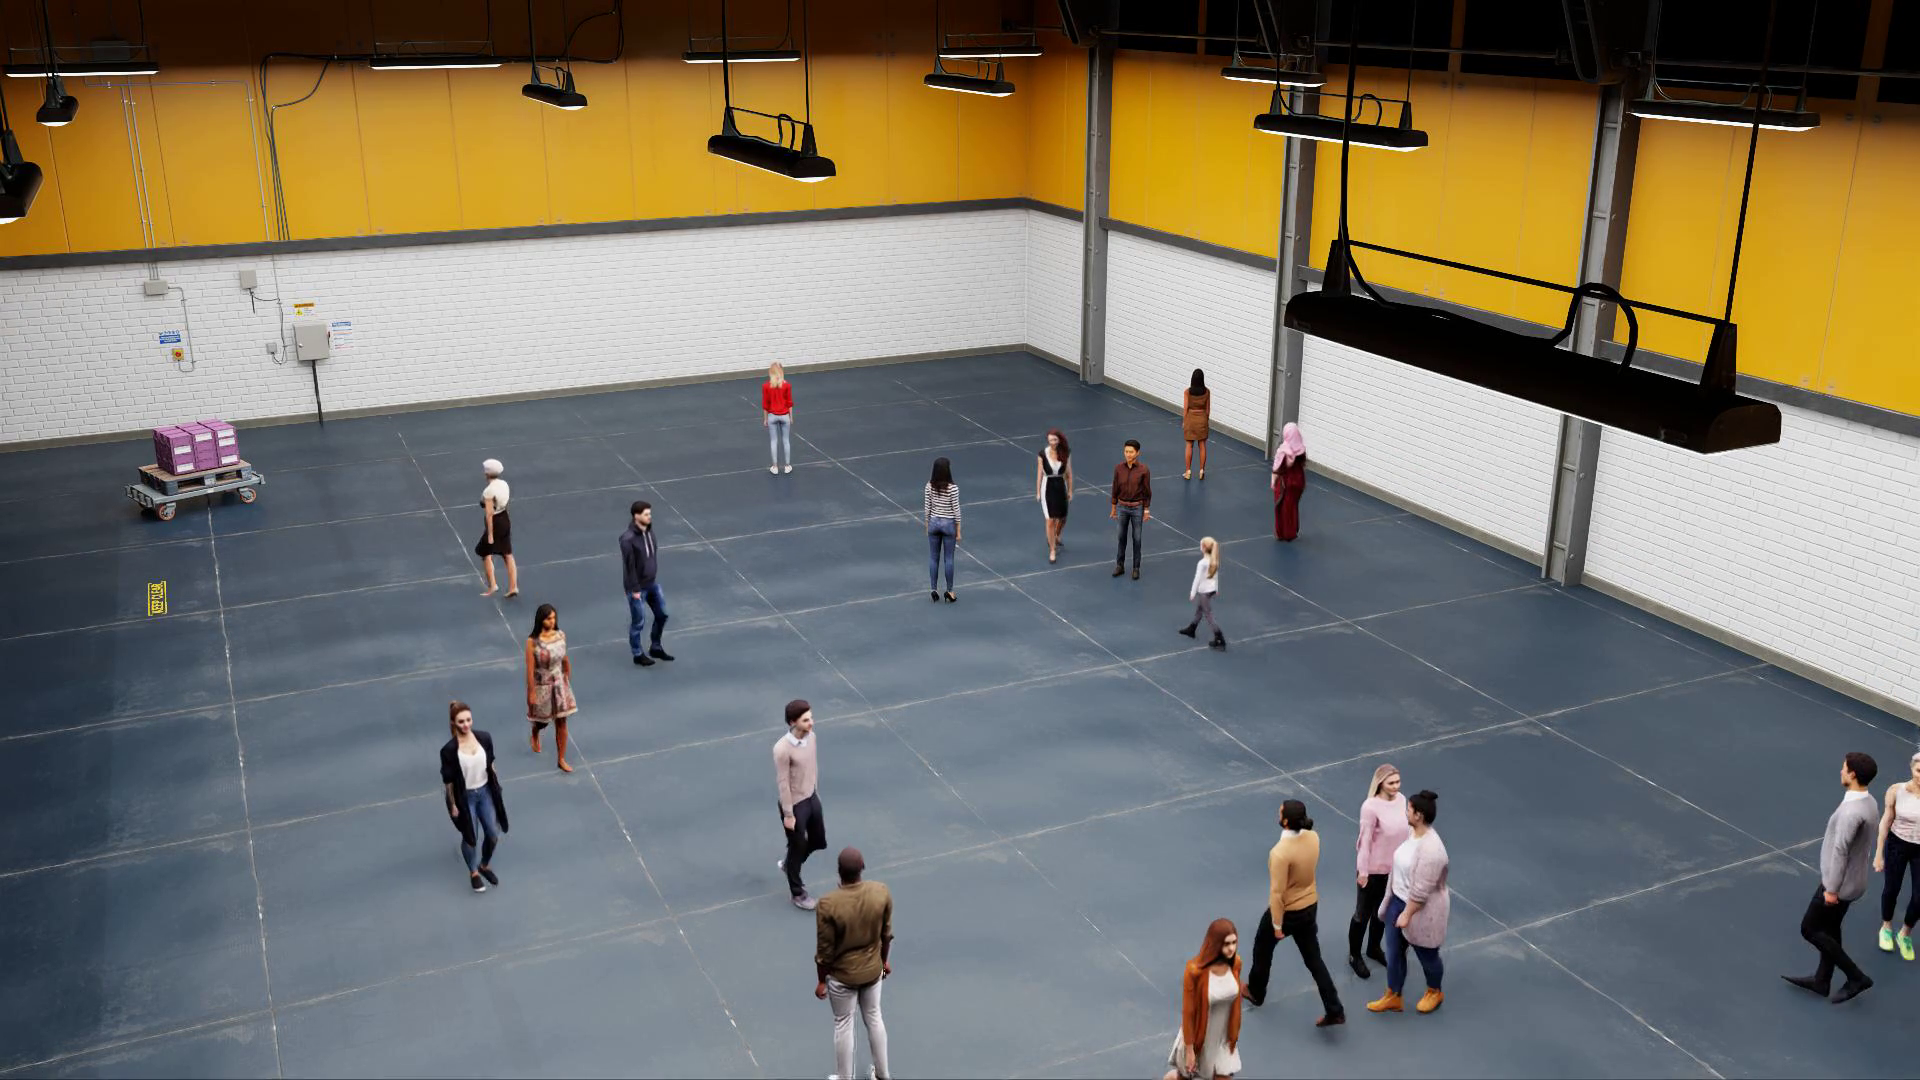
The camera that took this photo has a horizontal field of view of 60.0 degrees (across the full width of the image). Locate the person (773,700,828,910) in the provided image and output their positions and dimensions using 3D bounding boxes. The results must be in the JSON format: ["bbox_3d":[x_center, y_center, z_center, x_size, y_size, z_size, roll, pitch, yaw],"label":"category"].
[{"bbox_3d":[-1.348,2.085,13.305,0.837,1.800,0.779,13,22,33],"label":"person"}]

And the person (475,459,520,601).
[{"bbox_3d":[-5.448,-0.096,19.879,0.896,1.738,0.836,6,20,18],"label":"person"}]

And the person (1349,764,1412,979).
[{"bbox_3d":[3.133,2.436,12.439,0.619,1.687,0.562,-11,21,-29],"label":"person"}]

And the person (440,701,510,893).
[{"bbox_3d":[-4.010,2.069,13.553,0.705,1.672,0.732,-13,23,-34],"label":"person"}]

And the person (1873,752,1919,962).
[{"bbox_3d":[7.236,2.345,12.706,0.785,1.689,0.848,7,20,21],"label":"person"}]

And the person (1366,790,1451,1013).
[{"bbox_3d":[3.345,2.606,11.905,0.822,1.707,0.836,-5,19,-16],"label":"person"}]

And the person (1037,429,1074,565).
[{"bbox_3d":[1.211,-0.584,21.283,0.756,1.767,0.950,-4,19,-13],"label":"person"}]

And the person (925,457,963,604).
[{"bbox_3d":[-0.211,-0.118,19.850,0.626,1.797,0.691,7,20,20],"label":"person"}]

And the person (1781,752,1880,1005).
[{"bbox_3d":[6.451,2.475,11.983,1.015,1.905,0.960,13,23,34],"label":"person"}]

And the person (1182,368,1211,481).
[{"bbox_3d":[3.527,-1.736,24.823,0.618,1.690,0.604,-2,19,-6],"label":"person"}]

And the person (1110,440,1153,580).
[{"bbox_3d":[2.128,-0.395,20.700,0.693,1.779,0.760,7,20,20],"label":"person"}]

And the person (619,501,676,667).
[{"bbox_3d":[-3.516,0.467,17.988,0.852,1.877,0.814,11,21,28],"label":"person"}]

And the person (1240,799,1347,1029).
[{"bbox_3d":[2.406,2.653,11.729,0.800,1.729,1.231,-13,23,-34],"label":"person"}]

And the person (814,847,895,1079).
[{"bbox_3d":[-0.685,2.851,10.981,0.726,1.831,0.593,-10,21,-27],"label":"person"}]

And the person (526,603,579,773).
[{"bbox_3d":[-3.914,1.365,15.701,0.774,1.635,0.944,-15,24,-37],"label":"person"}]

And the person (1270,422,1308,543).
[{"bbox_3d":[4.396,-0.751,21.974,0.680,1.642,0.645,-8,20,-22],"label":"person"}]

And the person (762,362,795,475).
[{"bbox_3d":[-2.743,-1.843,25.117,0.668,1.705,0.602,-3,19,-9],"label":"person"}]

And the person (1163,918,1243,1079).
[{"bbox_3d":[1.495,3.096,10.475,0.628,1.689,1.086,-7,20,-20],"label":"person"}]

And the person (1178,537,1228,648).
[{"bbox_3d":[2.800,0.604,18.568,0.961,1.247,0.748,15,24,38],"label":"person"}]
